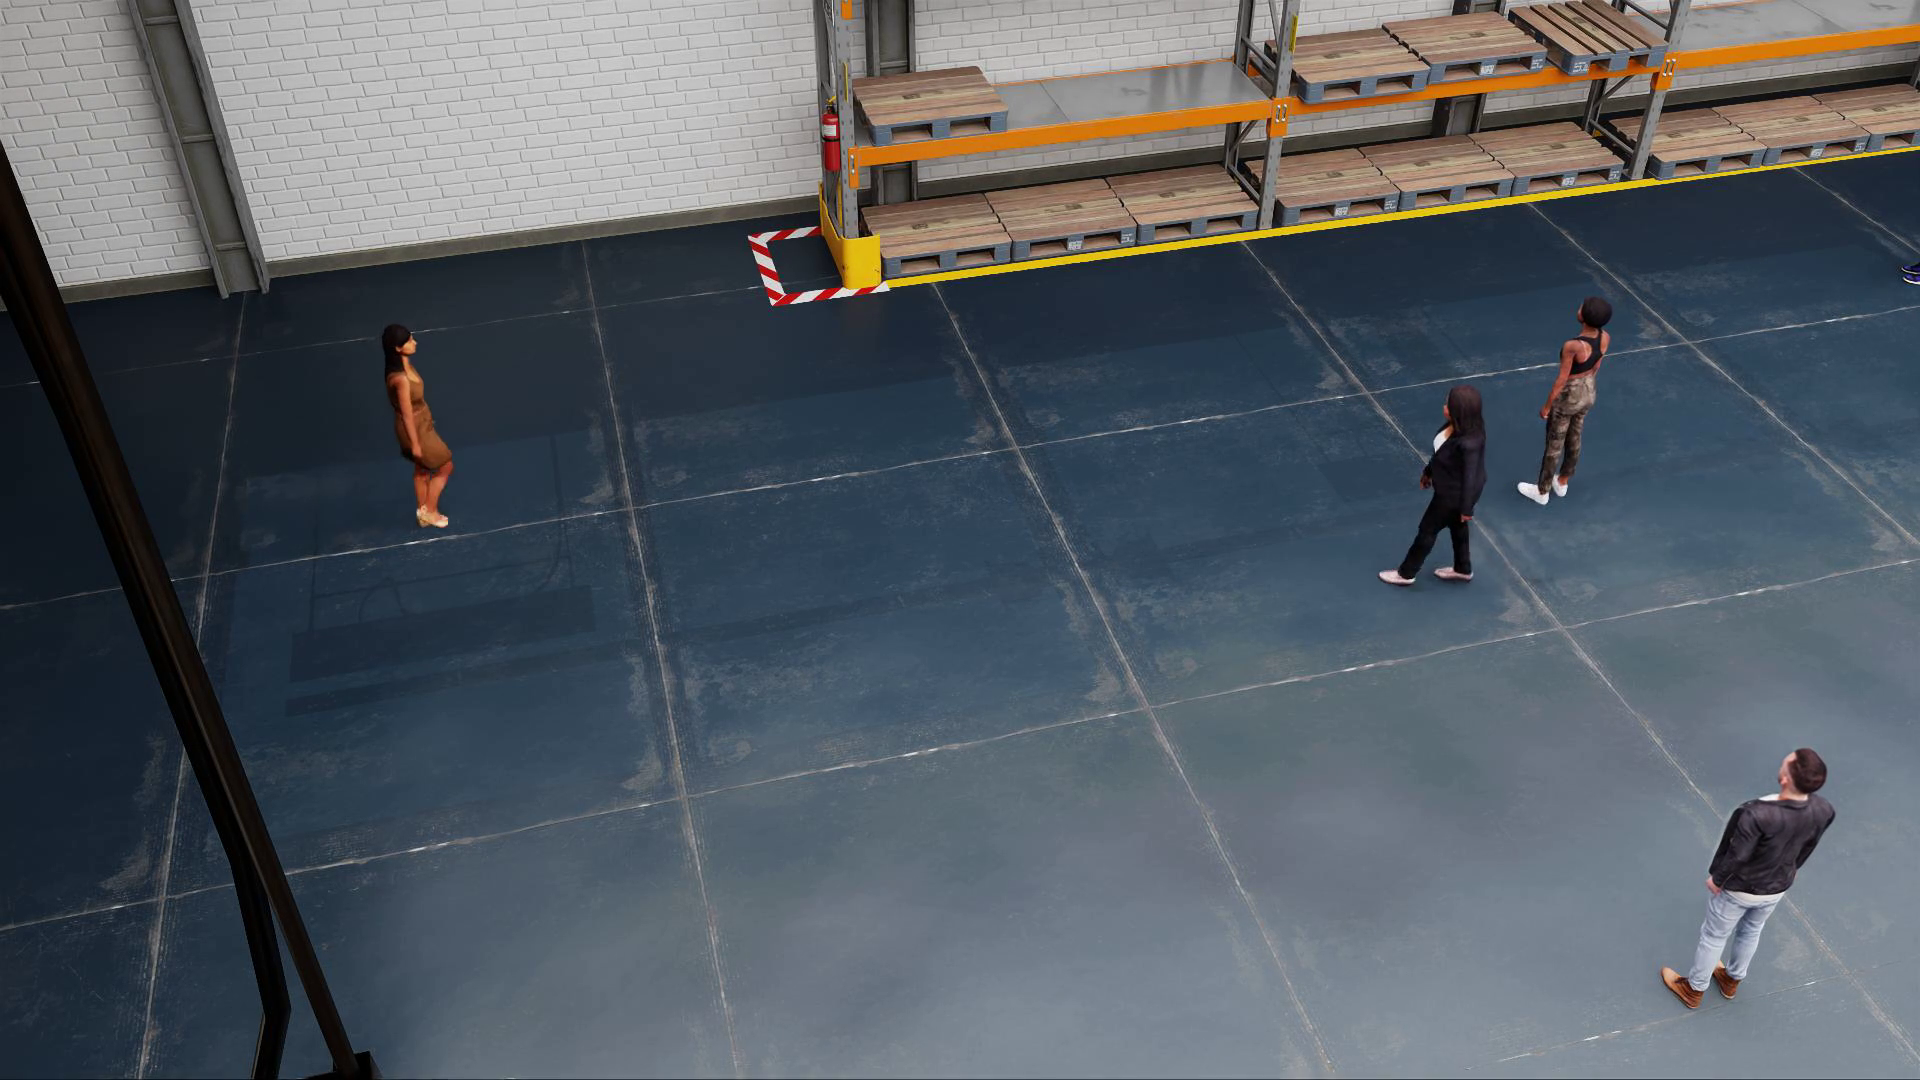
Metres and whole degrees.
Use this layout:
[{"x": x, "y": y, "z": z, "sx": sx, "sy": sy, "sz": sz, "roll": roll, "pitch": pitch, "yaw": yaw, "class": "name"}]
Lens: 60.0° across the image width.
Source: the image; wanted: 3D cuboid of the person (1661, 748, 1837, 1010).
[{"x": 4.043, "y": 1.735, "z": 8.469, "sx": 0.478, "sy": 1.837, "sz": 0.711, "roll": -9, "pitch": 39, "yaw": -11, "class": "person"}]

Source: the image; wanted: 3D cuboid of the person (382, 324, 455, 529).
[{"x": -3.910, "y": -0.747, "z": 11.705, "sx": 0.571, "sy": 1.677, "sz": 0.586, "roll": -10, "pitch": 40, "yaw": -13, "class": "person"}]

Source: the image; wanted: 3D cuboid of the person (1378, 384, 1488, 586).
[{"x": 3.446, "y": -0.343, "z": 11.273, "sx": 1.004, "sy": 1.586, "sz": 0.835, "roll": 4, "pitch": 39, "yaw": 5, "class": "person"}]

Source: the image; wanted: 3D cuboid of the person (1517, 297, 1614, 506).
[{"x": 4.419, "y": -1.014, "z": 12.021, "sx": 0.542, "sy": 1.701, "sz": 0.680, "roll": -19, "pitch": 42, "yaw": -22, "class": "person"}]
